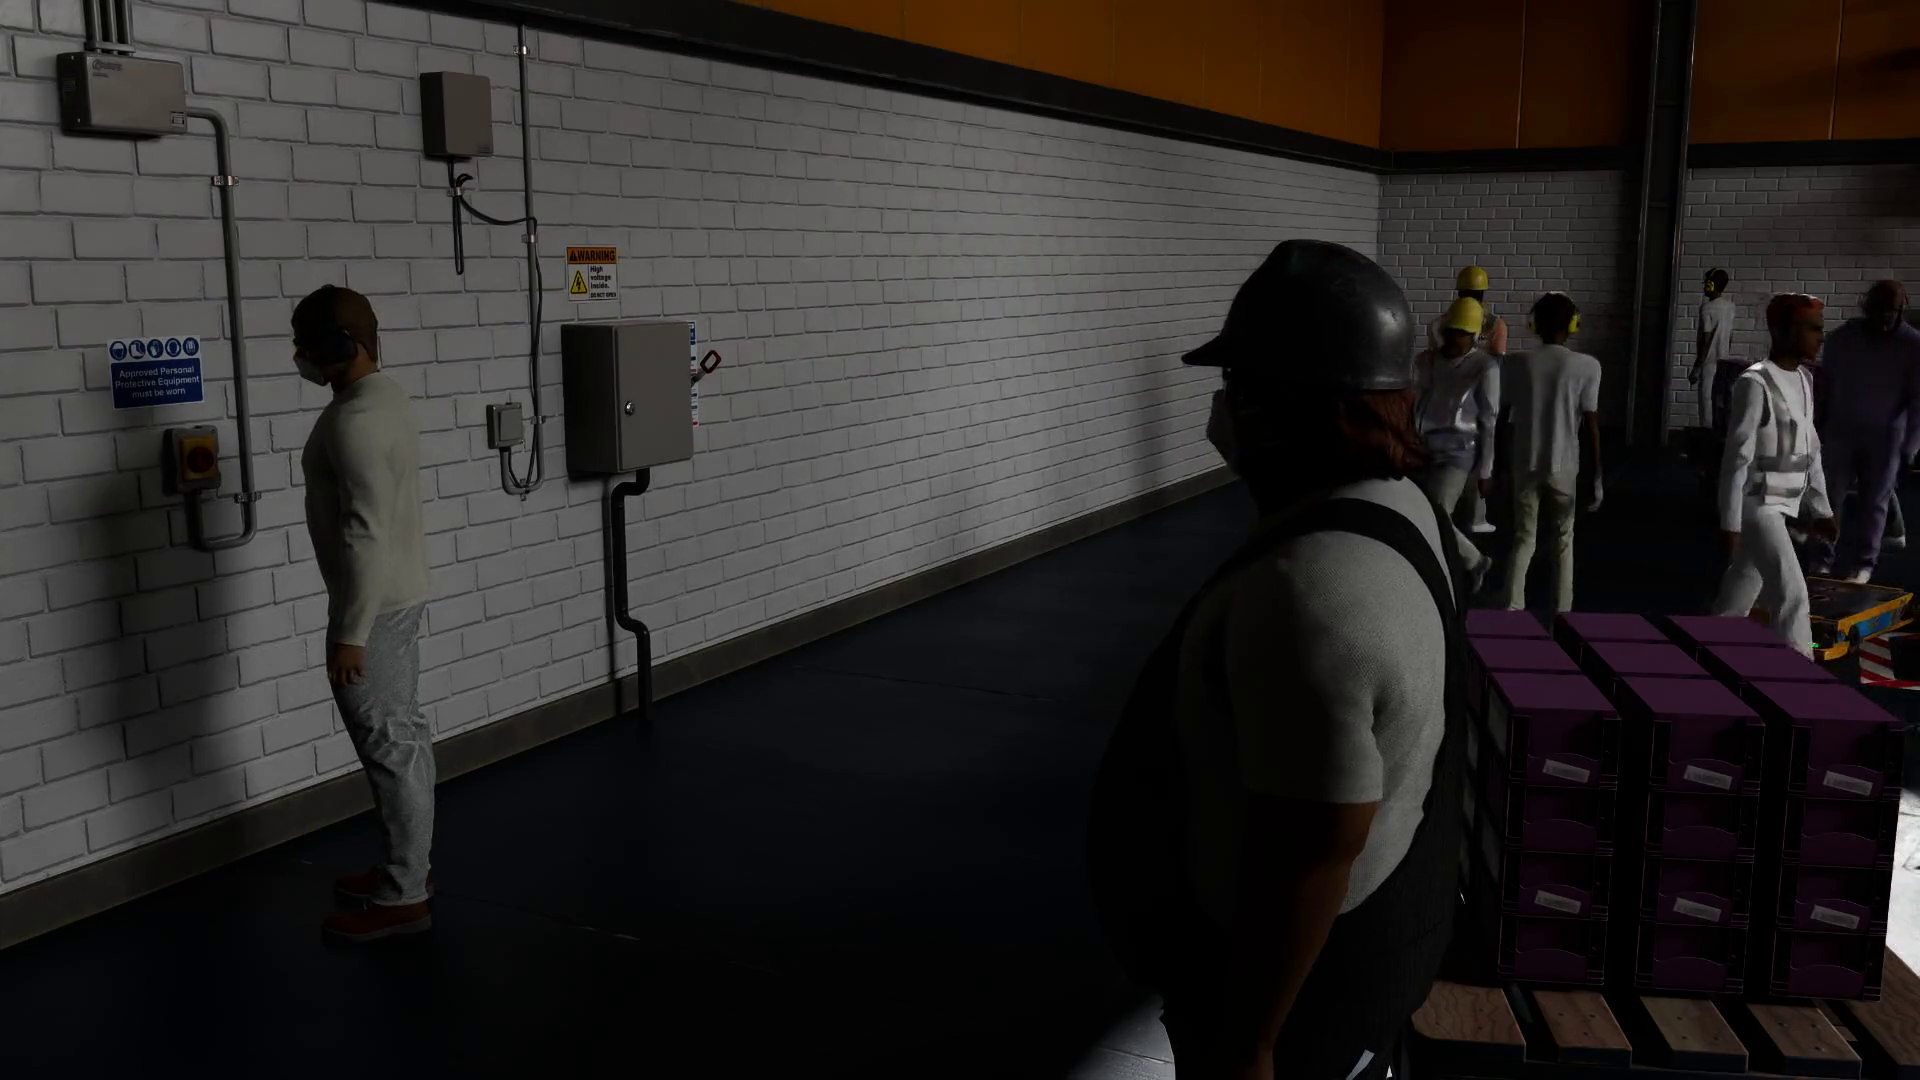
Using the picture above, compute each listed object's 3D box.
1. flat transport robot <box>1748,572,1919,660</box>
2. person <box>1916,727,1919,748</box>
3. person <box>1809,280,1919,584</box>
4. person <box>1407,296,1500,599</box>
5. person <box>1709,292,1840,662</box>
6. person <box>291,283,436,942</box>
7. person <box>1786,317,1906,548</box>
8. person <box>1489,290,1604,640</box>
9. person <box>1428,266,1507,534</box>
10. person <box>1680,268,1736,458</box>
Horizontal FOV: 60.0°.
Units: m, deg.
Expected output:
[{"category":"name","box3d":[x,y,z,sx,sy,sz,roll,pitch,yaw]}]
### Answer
[{"category":"flat transport robot","box3d":[4.508,0.383,8.776,1.431,0.197,0.652,-9,13,-42]},{"category":"person","box3d":[3.838,0.092,5.700,0.747,1.924,0.639,7,12,34]},{"category":"person","box3d":[5.406,-0.608,9.916,0.670,1.860,0.658,9,13,43]},{"category":"person","box3d":[2.750,-0.473,9.356,0.781,1.786,0.602,-6,11,-29]},{"category":"person","box3d":[3.538,-0.101,7.015,0.886,1.848,0.578,8,13,41]},{"category":"person","box3d":[-1.757,0.216,4.935,0.371,1.935,0.627,-2,10,-11]},{"category":"person","box3d":[6.103,-0.726,11.404,0.882,1.584,0.517,5,11,26]},{"category":"person","box3d":[2.969,-0.338,8.448,0.580,1.844,0.745,5,11,28]},{"category":"person","box3d":[3.656,-1.005,12.013,0.587,1.930,0.363,8,12,37]},{"category":"person","box3d":[7.354,-1.718,16.316,0.508,1.872,0.329,-6,12,-33]}]
